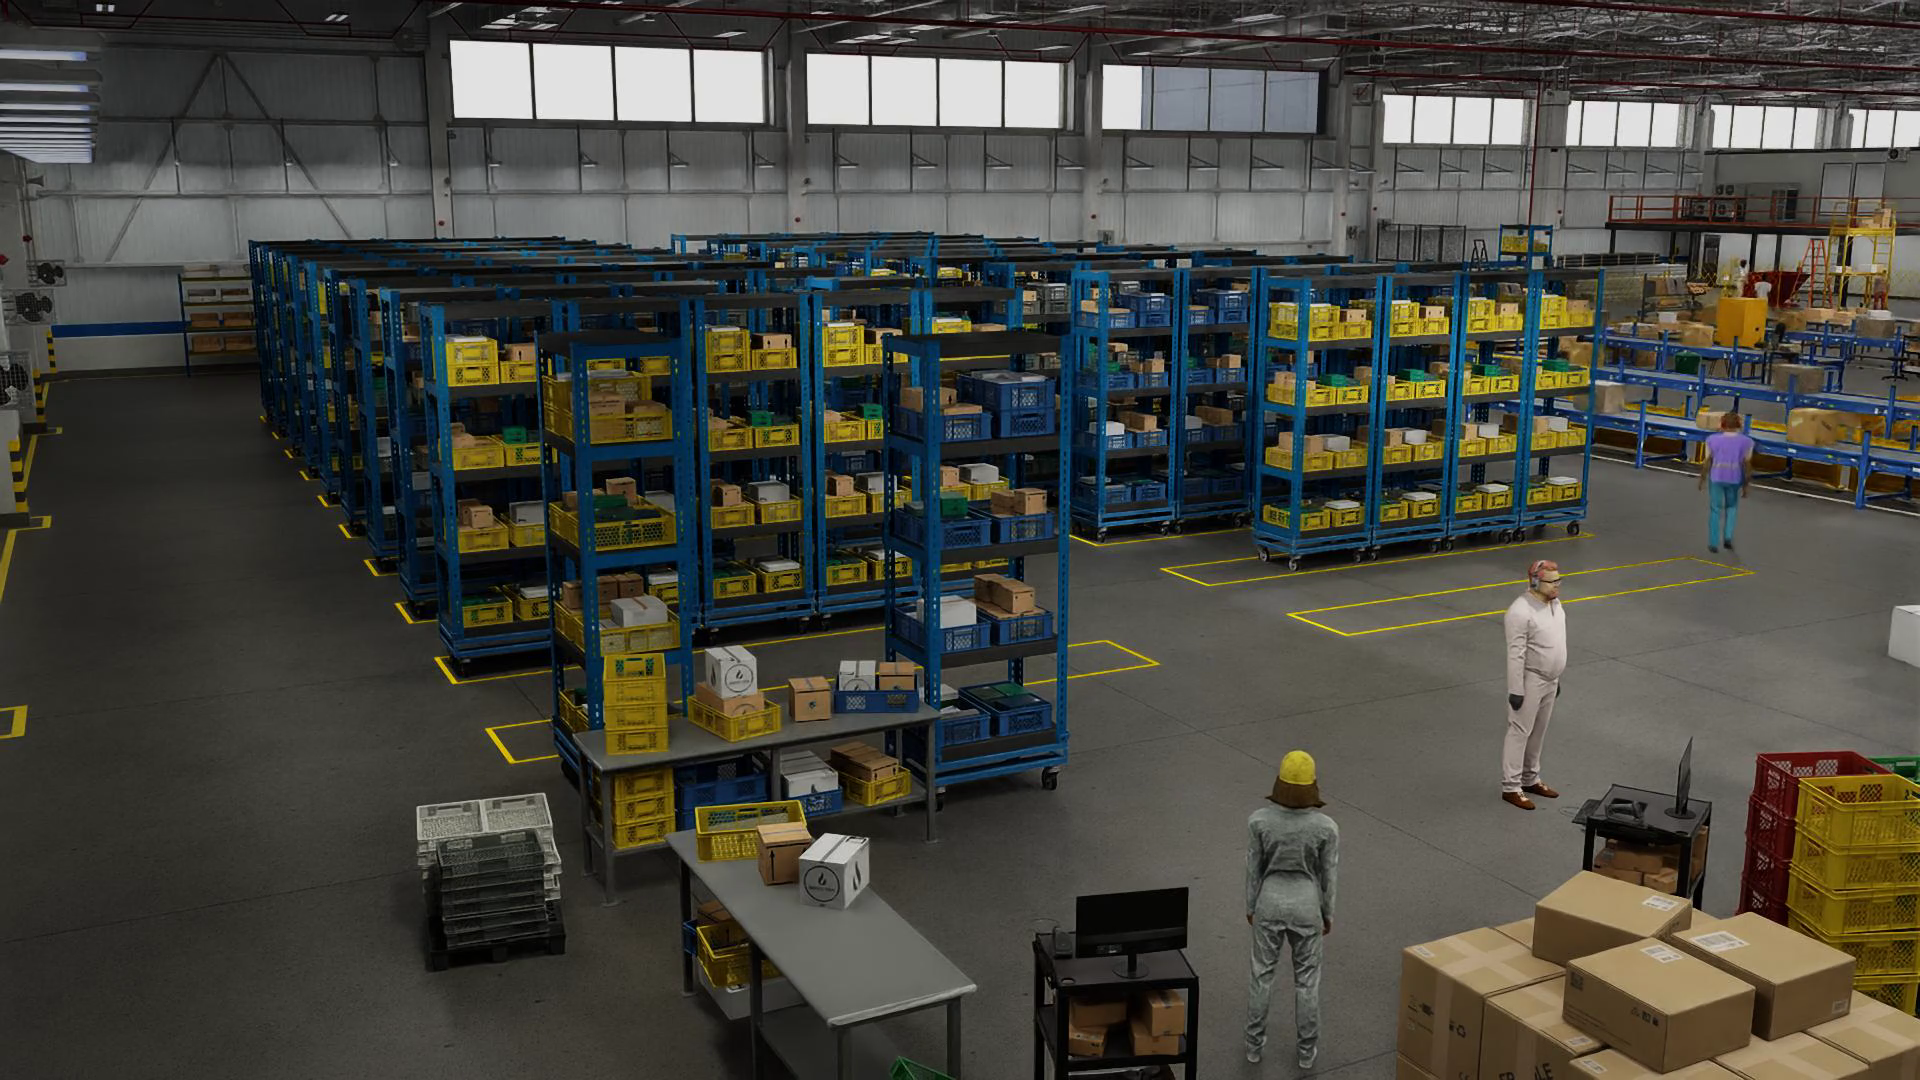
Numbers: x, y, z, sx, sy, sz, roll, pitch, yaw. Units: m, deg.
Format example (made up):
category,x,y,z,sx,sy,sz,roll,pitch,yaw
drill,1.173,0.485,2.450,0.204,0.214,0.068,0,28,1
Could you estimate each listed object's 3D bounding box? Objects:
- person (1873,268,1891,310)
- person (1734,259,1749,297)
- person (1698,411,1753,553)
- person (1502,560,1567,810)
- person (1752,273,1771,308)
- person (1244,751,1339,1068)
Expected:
category,x,y,z,sx,sy,sz,roll,pitch,yaw
person,33.114,-8.899,59.779,0.525,1.761,0.333,7,14,30
person,30.389,-10.031,64.836,0.575,1.863,0.767,-4,13,-18
person,9.897,-0.758,21.550,0.585,1.825,0.597,4,13,16
person,4.408,1.088,12.714,0.651,1.907,0.409,-11,16,-42
person,26.492,-7.903,55.029,0.538,1.805,1.035,3,13,15
person,1.778,1.977,8.969,0.485,1.732,0.350,3,12,13
